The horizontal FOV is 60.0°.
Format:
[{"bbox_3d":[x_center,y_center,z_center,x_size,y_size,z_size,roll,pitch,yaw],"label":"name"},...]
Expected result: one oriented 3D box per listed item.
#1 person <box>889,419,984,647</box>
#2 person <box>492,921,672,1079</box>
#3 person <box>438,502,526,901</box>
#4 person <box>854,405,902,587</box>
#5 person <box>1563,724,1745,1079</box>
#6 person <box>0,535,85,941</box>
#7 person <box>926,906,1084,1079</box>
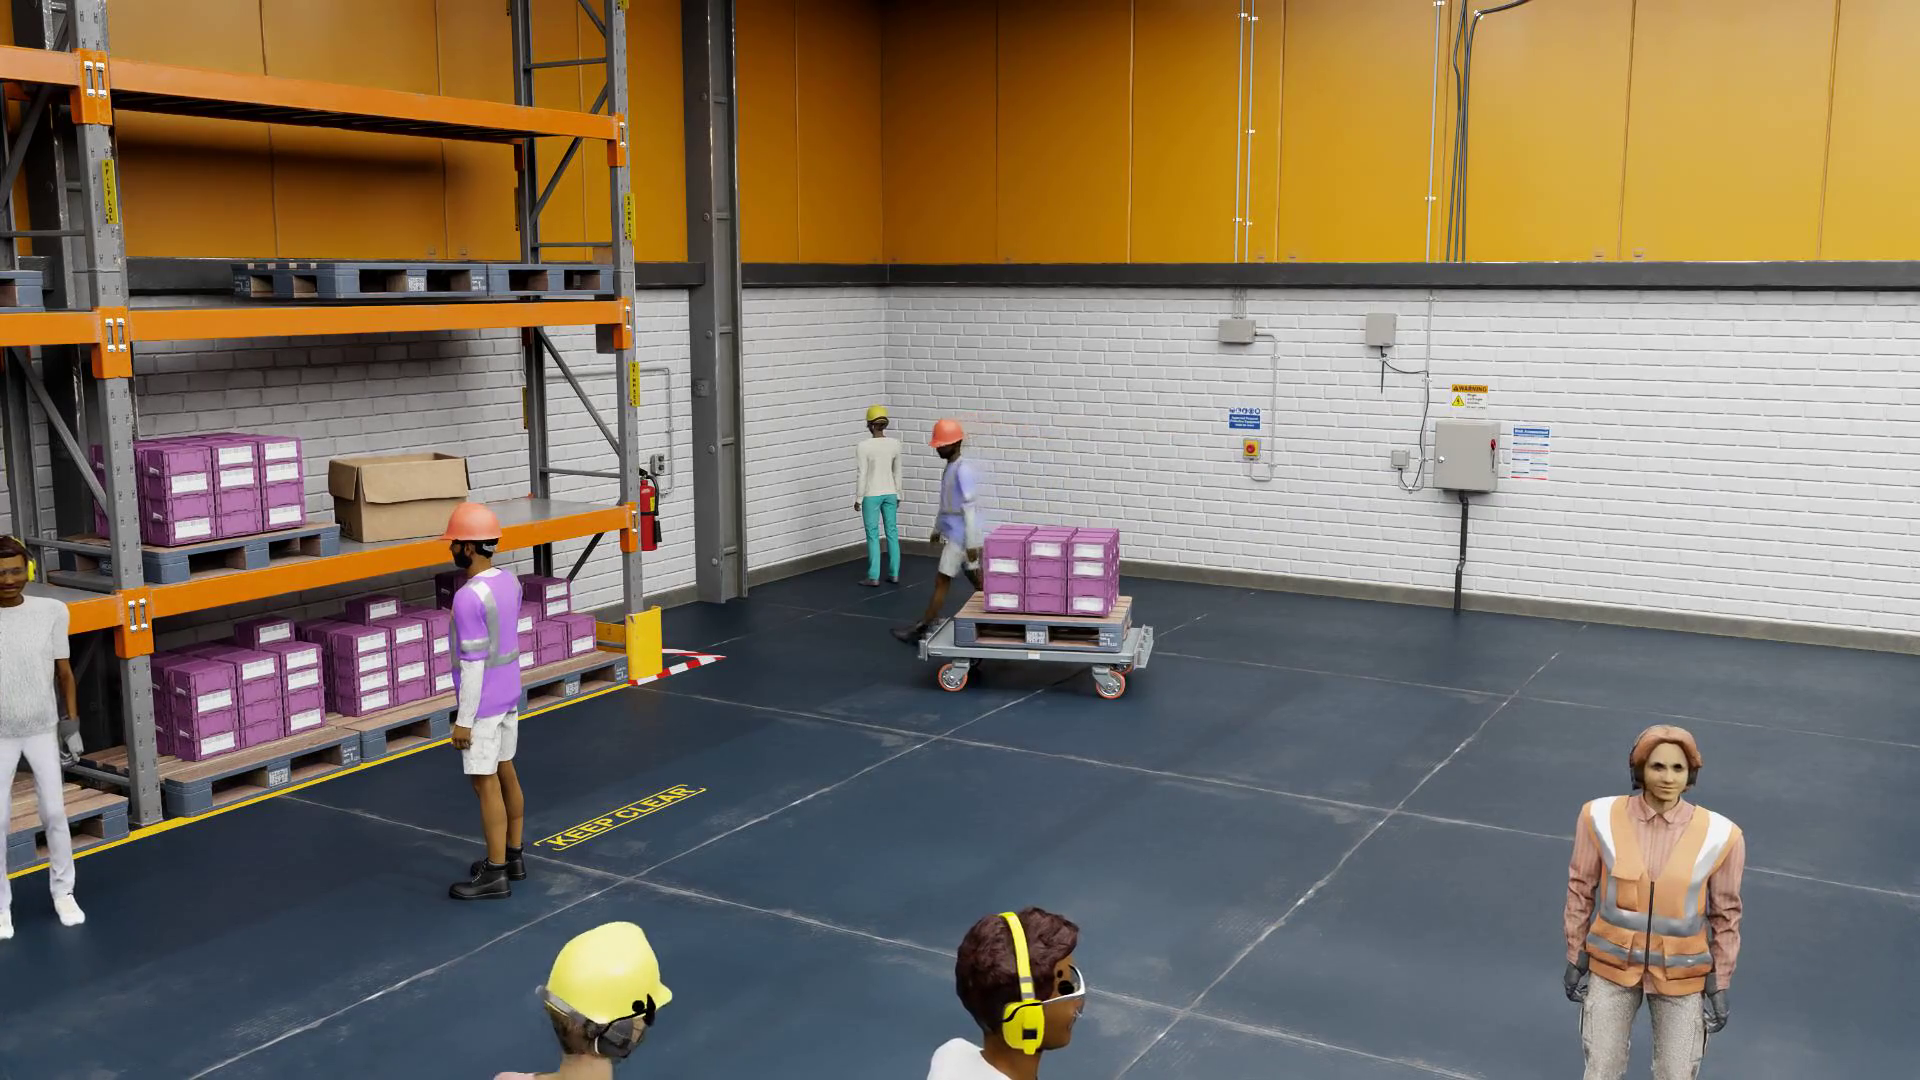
[{"bbox_3d":[-0.070,-0.053,13.476,0.989,1.867,0.634,-1,9,-5],"label":"person"},{"bbox_3d":[-0.782,1.638,3.315,0.528,1.743,0.588,4,10,25],"label":"person"},{"bbox_3d":[-2.322,0.779,8.082,0.355,1.938,0.545,1,9,6],"label":"person"},{"bbox_3d":[-0.802,-0.428,16.146,0.534,1.767,0.320,-7,11,-37],"label":"person"},{"bbox_3d":[2.173,1.378,5.257,0.514,1.645,0.309,4,10,25],"label":"person"},{"bbox_3d":[-4.313,0.893,7.626,0.512,1.860,0.318,-7,11,-35],"label":"person"},{"bbox_3d":[0.100,1.599,3.171,0.327,1.874,0.517,-3,10,-19],"label":"person"}]
